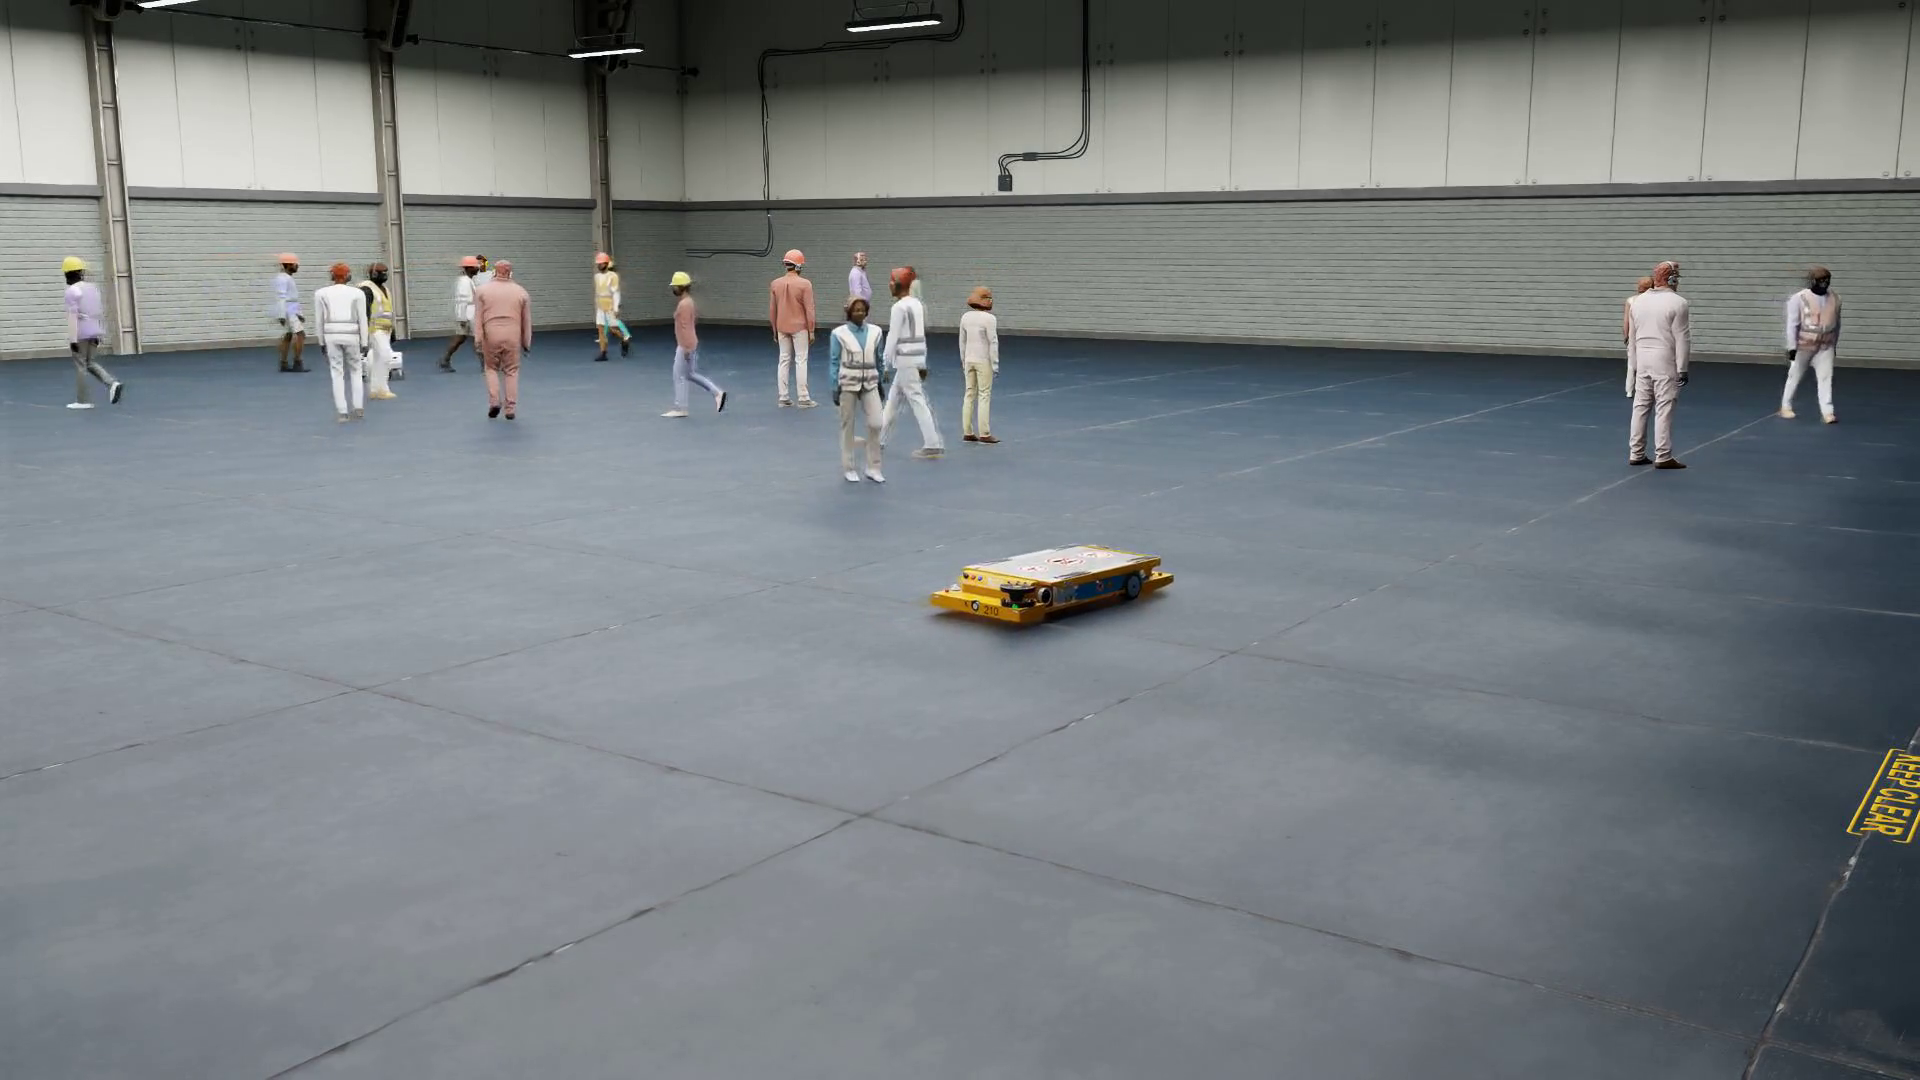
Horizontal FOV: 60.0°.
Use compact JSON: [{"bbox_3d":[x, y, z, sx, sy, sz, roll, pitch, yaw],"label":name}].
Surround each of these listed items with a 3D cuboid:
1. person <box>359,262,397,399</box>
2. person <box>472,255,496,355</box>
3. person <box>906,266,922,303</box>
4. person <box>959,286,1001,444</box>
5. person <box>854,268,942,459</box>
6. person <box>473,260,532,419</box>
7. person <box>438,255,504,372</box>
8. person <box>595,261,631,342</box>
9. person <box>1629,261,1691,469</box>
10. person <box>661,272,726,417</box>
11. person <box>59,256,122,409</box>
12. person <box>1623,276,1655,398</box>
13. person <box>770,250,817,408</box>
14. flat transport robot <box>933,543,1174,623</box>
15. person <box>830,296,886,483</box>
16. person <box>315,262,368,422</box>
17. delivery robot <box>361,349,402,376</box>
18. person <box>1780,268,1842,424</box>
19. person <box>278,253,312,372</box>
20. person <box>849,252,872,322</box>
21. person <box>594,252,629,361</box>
[{"bbox_3d":[-7.683,-2.782,22.176,0.594,1.821,0.661,1,10,6],"label":"person"},{"bbox_3d":[-8.844,-4.366,30.960,0.513,1.864,0.311,1,10,6],"label":"person"},{"bbox_3d":[-0.994,-4.791,34.022,0.504,1.618,0.565,5,11,26],"label":"person"},{"bbox_3d":[0.208,-1.817,17.307,0.280,1.631,0.504,-10,14,-44],"label":"person"},{"bbox_3d":[-0.599,-1.701,16.092,0.969,1.829,0.606,3,11,17],"label":"person"},{"bbox_3d":[-5.414,-2.366,19.707,0.683,1.875,0.471,-3,11,-19],"label":"person"},{"bbox_3d":[-7.949,-3.625,26.746,1.013,1.892,0.559,-2,10,-12],"label":"person"},{"bbox_3d":[-7.264,-4.989,34.802,0.873,1.732,0.530,3,10,15],"label":"person"},{"bbox_3d":[6.494,-1.613,15.401,0.408,1.908,0.641,-5,11,-26],"label":"person"},{"bbox_3d":[-3.207,-2.332,19.894,0.704,1.748,0.531,0,10,-2],"label":"person"},{"bbox_3d":[-10.952,-2.590,20.855,0.589,1.913,0.610,1,10,5],"label":"person"},{"bbox_3d":[9.138,-2.703,22.248,0.513,1.642,0.313,7,12,35],"label":"person"},{"bbox_3d":[-2.096,-2.664,21.039,0.622,1.992,0.395,5,11,25],"label":"person"},{"bbox_3d":[0.564,0.228,9.666,0.652,0.197,1.431,9,14,42],"label":"flat transport robot"},{"bbox_3d":[-0.858,-1.288,14.360,0.551,1.616,0.607,-5,11,-26],"label":"person"},{"bbox_3d":[-7.254,-2.327,19.556,0.580,1.854,0.731,-3,11,-16],"label":"person"},{"bbox_3d":[-8.786,-2.718,25.115,0.477,0.478,0.707,6,12,29],"label":"delivery robot"},{"bbox_3d":[9.970,-2.278,19.462,0.648,1.796,0.972,0,10,2],"label":"person"},{"bbox_3d":[-10.704,-3.649,26.765,0.657,1.913,0.546,-3,10,-14],"label":"person"},{"bbox_3d":[-1.777,-4.164,29.686,0.405,1.911,0.636,-1,10,-4],"label":"person"},{"bbox_3d":[-6.222,-4.132,29.484,0.560,1.921,0.742,5,12,28],"label":"person"}]
